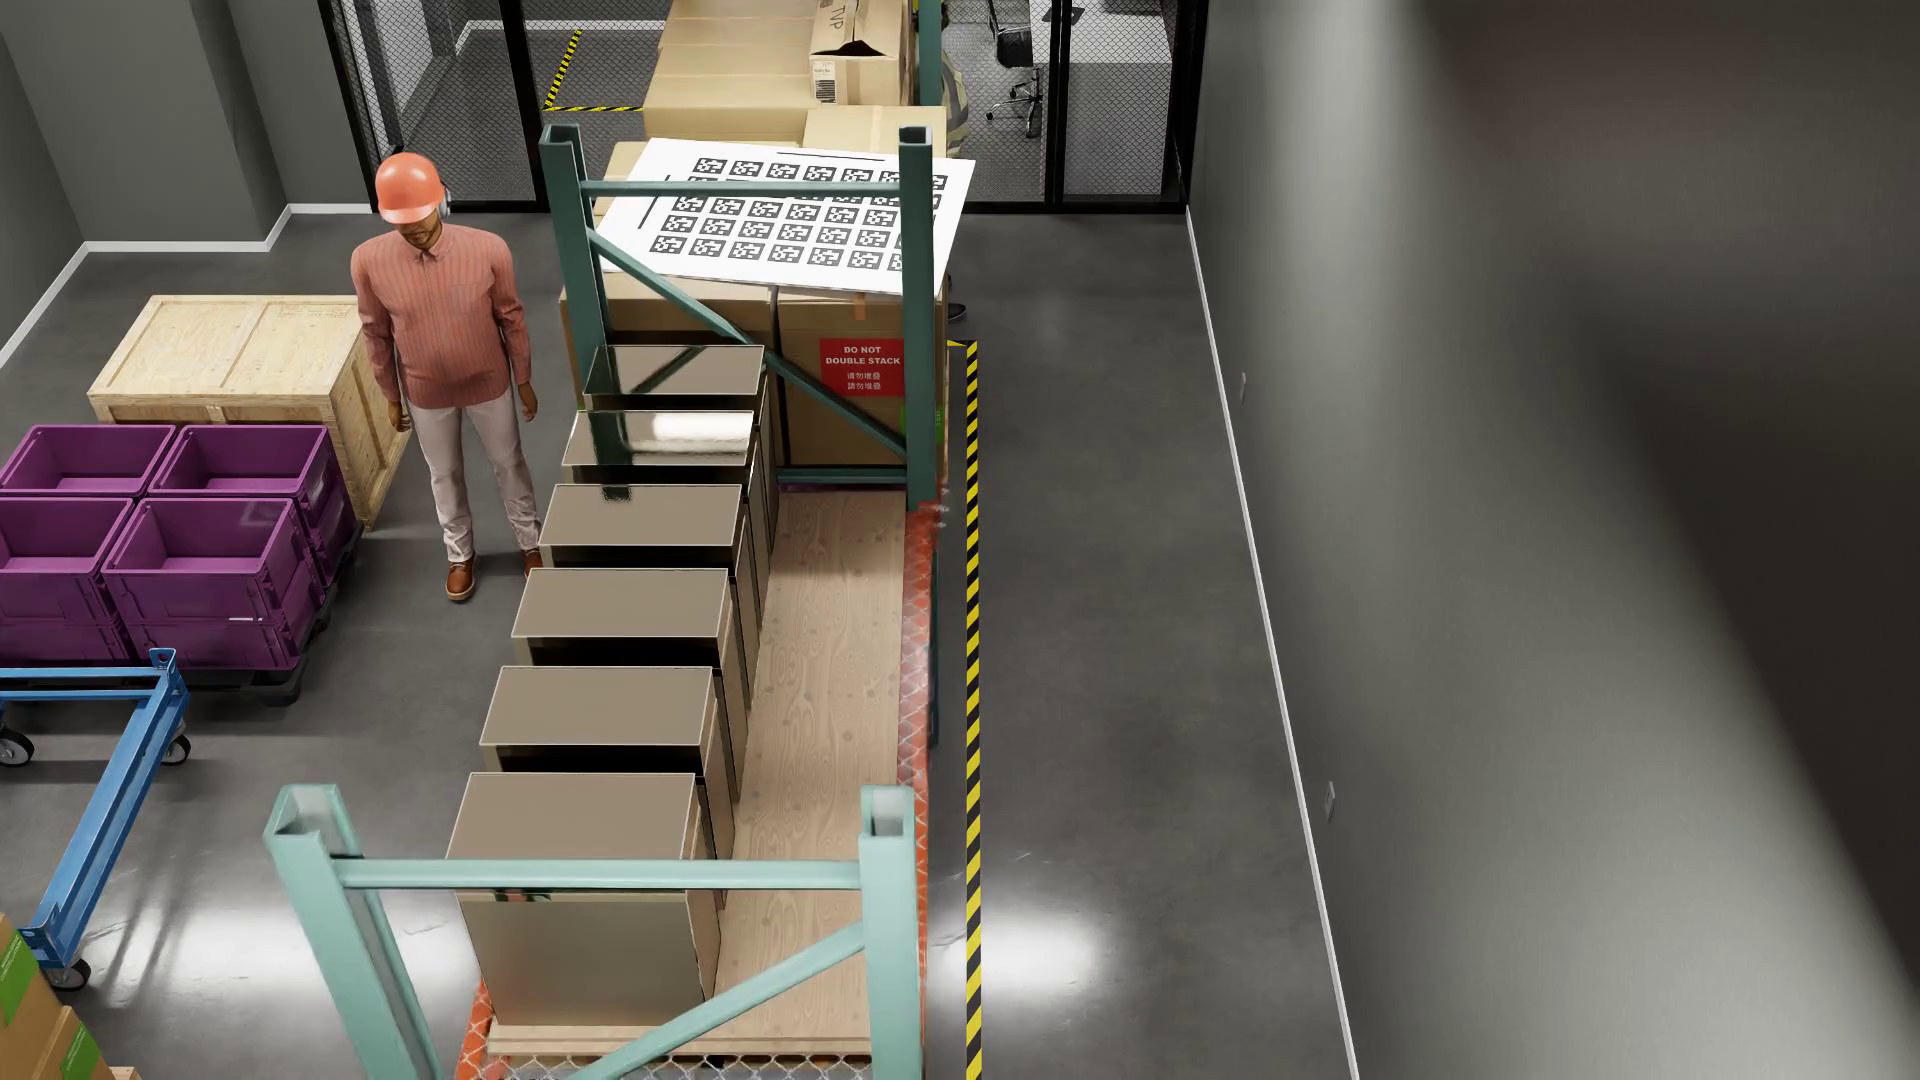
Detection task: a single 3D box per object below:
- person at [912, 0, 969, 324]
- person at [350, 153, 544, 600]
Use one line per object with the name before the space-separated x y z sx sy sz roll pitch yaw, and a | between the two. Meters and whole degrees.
person | -0.160 -1.941 8.180 0.404 1.836 0.600 -9 42 -10
person | -1.979 -0.617 6.550 0.612 1.995 0.382 -9 42 -11
